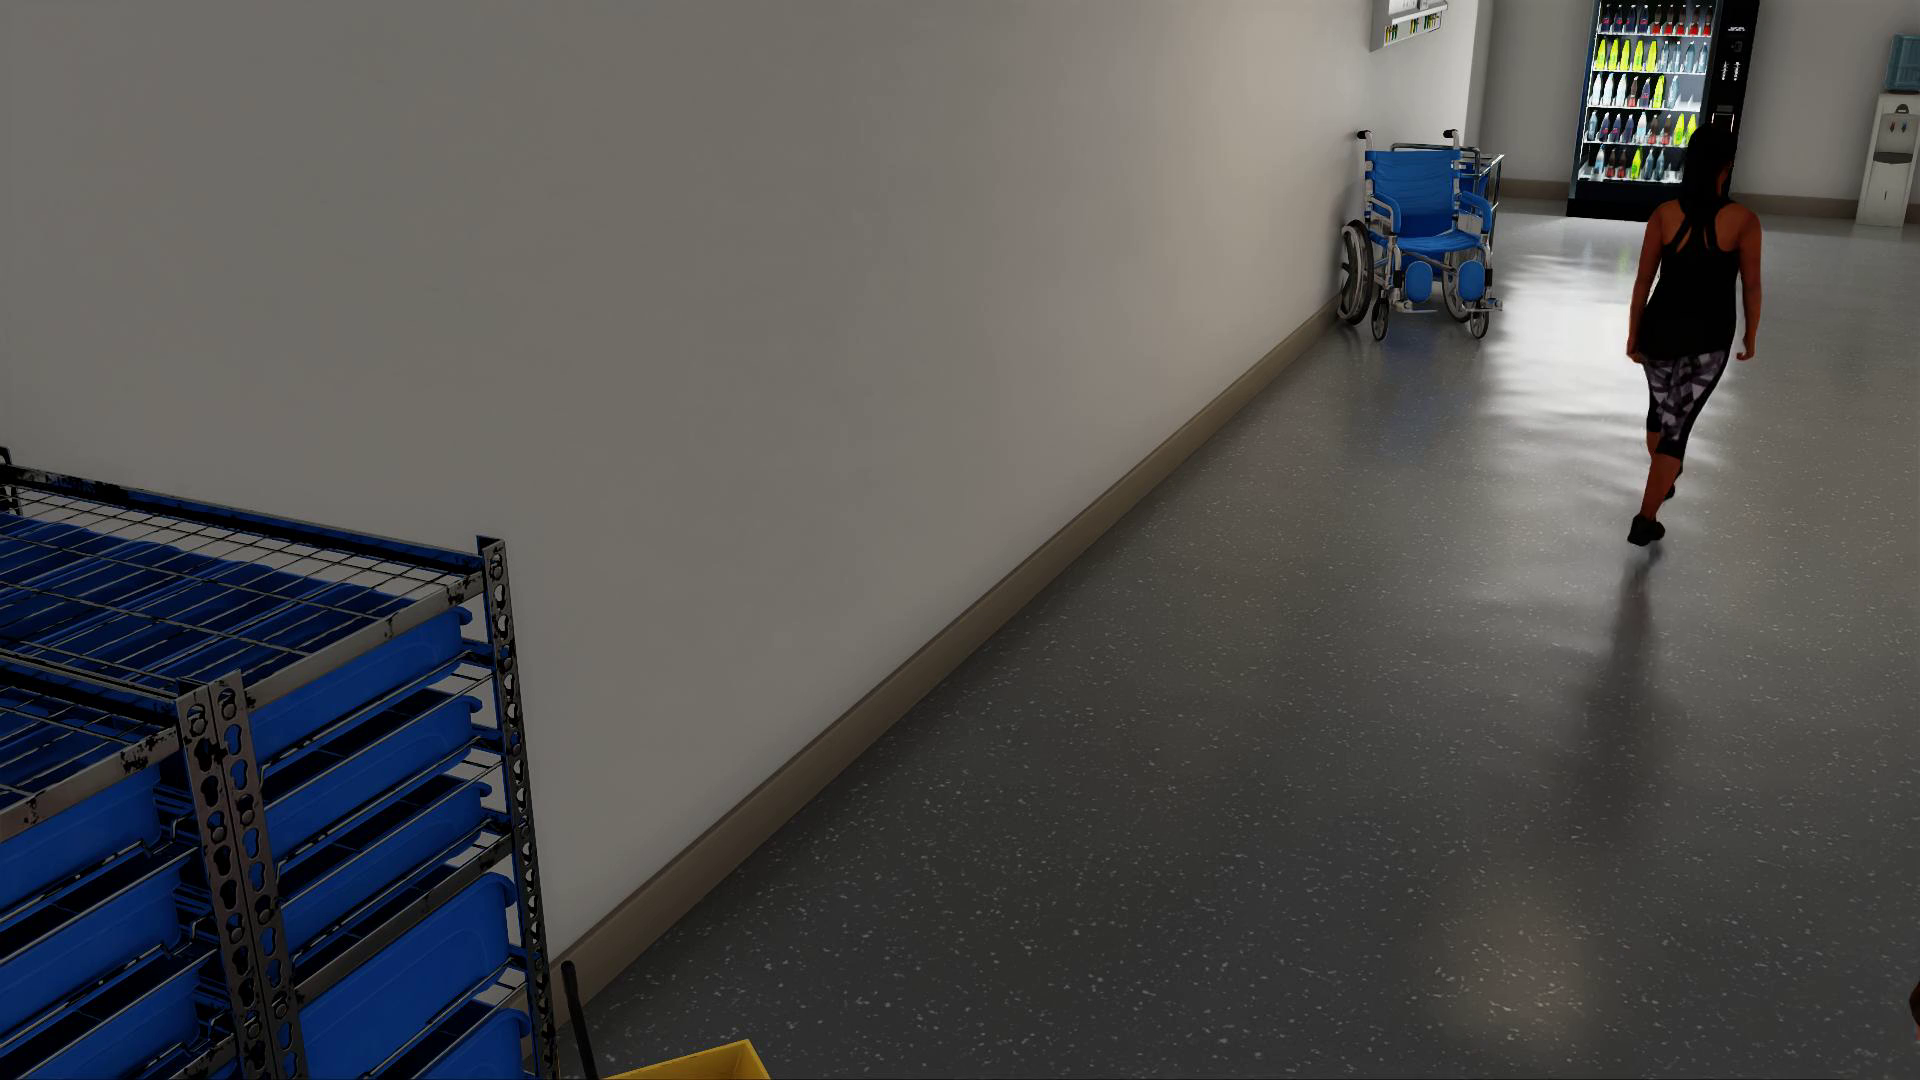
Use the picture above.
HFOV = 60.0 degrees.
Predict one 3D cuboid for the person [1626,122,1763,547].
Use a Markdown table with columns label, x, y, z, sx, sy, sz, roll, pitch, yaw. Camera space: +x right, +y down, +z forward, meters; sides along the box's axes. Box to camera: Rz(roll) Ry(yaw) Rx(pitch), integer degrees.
| label | x | y | z | sx | sy | sz | roll | pitch | yaw |
| --- | --- | --- | --- | --- | --- | --- | --- | --- | --- |
| person | 2.824 | -0.770 | 6.526 | 1.043 | 1.634 | 0.820 | 15 | 26 | 35 |
